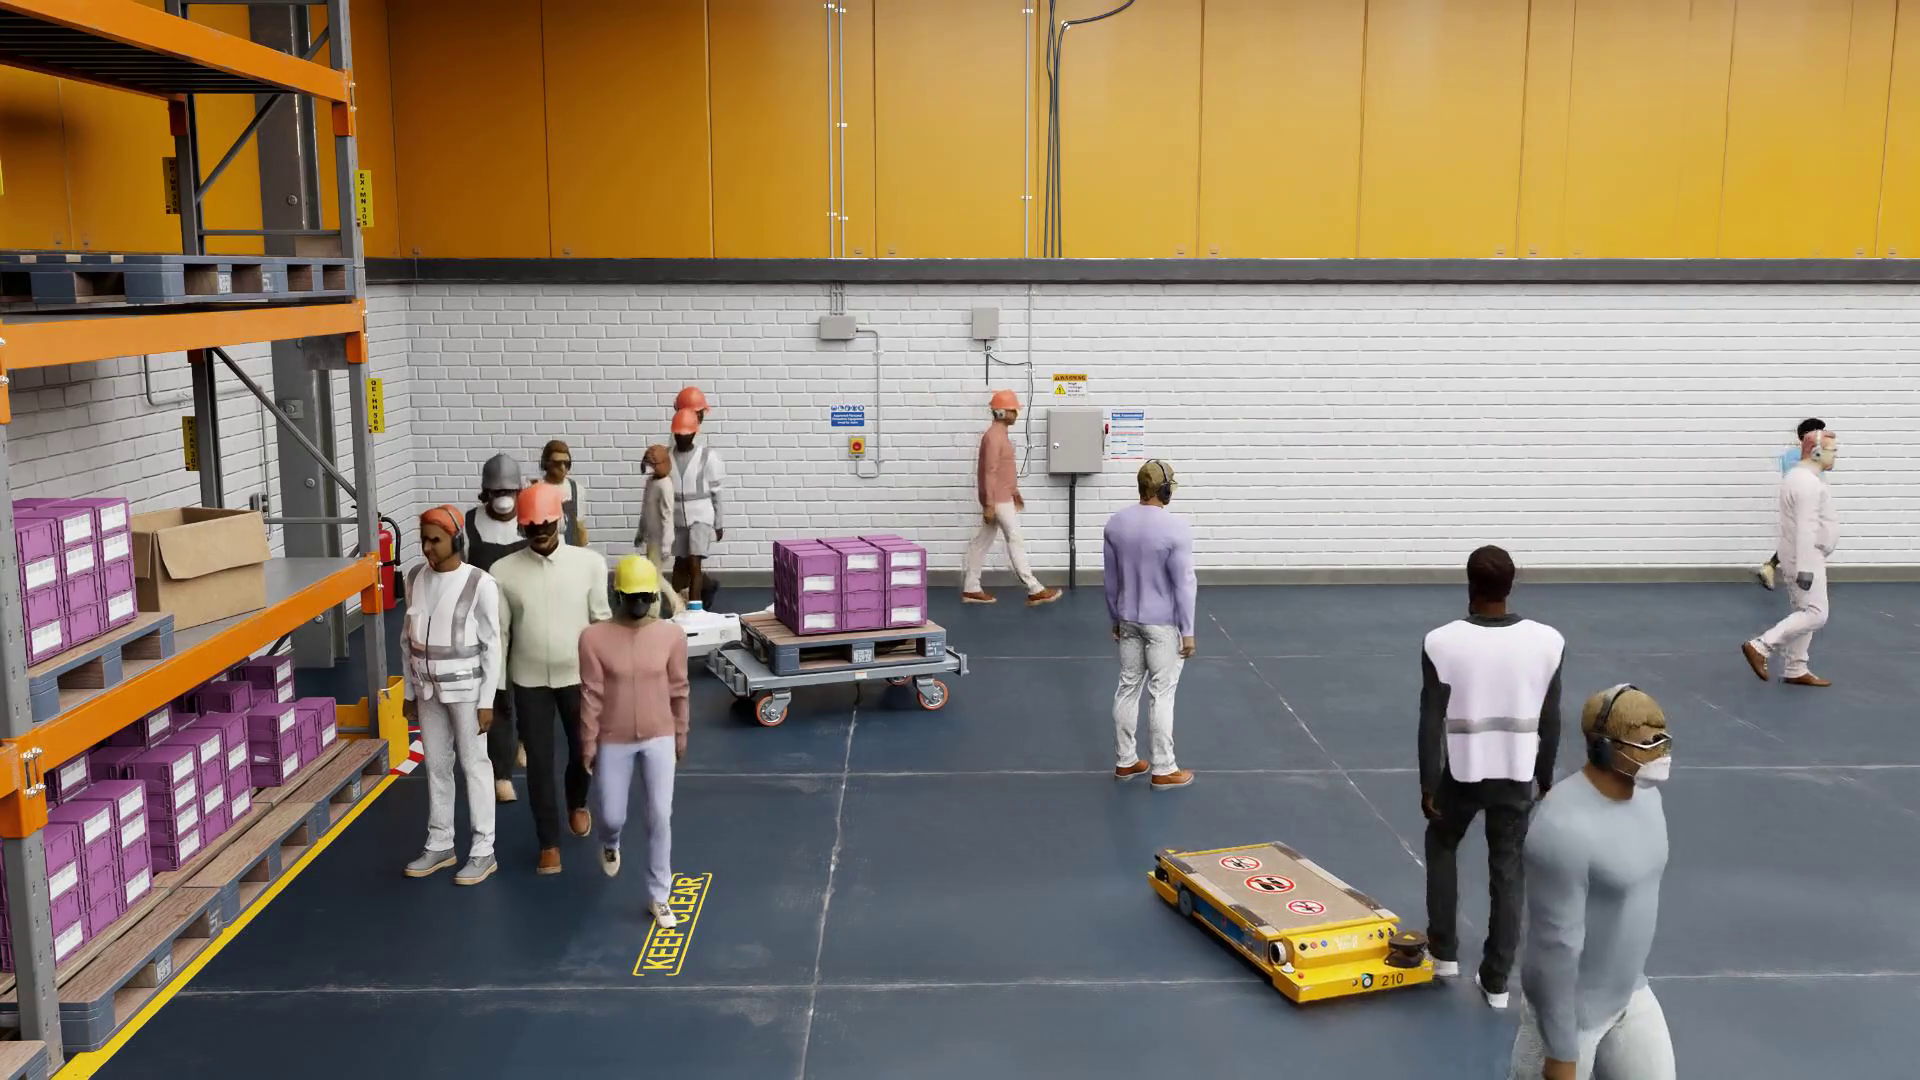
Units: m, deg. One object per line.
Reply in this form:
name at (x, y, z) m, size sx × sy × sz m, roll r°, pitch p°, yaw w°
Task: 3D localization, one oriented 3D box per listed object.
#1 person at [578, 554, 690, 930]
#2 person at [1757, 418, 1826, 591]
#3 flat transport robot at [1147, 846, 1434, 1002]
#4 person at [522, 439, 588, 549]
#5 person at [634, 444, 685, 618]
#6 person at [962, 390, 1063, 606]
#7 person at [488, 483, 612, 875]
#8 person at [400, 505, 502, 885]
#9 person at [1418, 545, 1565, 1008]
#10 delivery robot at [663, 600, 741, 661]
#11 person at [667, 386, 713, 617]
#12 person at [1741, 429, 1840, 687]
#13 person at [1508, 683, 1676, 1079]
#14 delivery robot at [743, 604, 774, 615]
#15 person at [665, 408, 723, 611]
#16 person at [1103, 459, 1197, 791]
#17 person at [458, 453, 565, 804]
person at (-1.528, 0.902, 7.792) m, size 0.525 × 1.742 × 0.618 m, roll -3°, pitch 10°, yaw -19°
person at (7.676, -0.280, 15.208) m, size 0.480 × 1.684 × 0.551 m, roll -1°, pitch 9°, yaw -8°
flat transport robot at (1.454, 1.678, 7.547) m, size 0.652 × 0.197 × 1.431 m, roll -3°, pitch 10°, yaw -19°
person at (-2.938, 0.173, 12.005) m, size 0.528 × 1.828 × 0.531 m, roll -6°, pitch 11°, yaw -34°
person at (-2.474, 0.009, 13.650) m, size 0.497 × 1.612 × 0.590 m, roll -4°, pitch 10°, yaw -23°
person at (0.464, -0.376, 14.984) m, size 0.973 × 1.945 × 0.630 m, roll 0°, pitch 9°, yaw 2°
person at (-2.076, 0.680, 8.453) m, size 0.636 × 1.974 × 0.516 m, roll -2°, pitch 10°, yaw -14°
person at (-2.530, 0.761, 8.239) m, size 0.575 × 1.884 × 0.355 m, roll 4°, pitch 10°, yaw 23°
person at (2.198, 0.965, 6.962) m, size 0.613 × 1.898 × 0.633 m, roll 1°, pitch 9°, yaw 4°
delivery robot at (-1.969, 0.696, 12.415) m, size 0.707 × 0.478 × 0.477 m, roll -4°, pitch 10°, yaw -24°
person at (-2.351, -0.339, 14.552) m, size 0.410 × 2.031 × 0.634 m, roll 0°, pitch 9°, yaw 1°
person at (6.056, 0.140, 12.020) m, size 0.516 × 1.891 × 0.656 m, roll 4°, pitch 10°, yaw 23°
person at (1.757, 1.315, 4.833) m, size 0.645 × 1.899 × 0.996 m, roll -8°, pitch 12°, yaw -41°
delivery robot at (-1.313, 0.641, 12.753) m, size 0.707 × 0.478 × 0.477 m, roll -9°, pitch 13°, yaw -43°
person at (-2.258, -0.203, 14.156) m, size 0.565 × 1.898 × 0.851 m, roll 3°, pitch 10°, yaw 16°
person at (1.116, 0.492, 9.726) m, size 0.351 × 1.937 × 0.637 m, roll -9°, pitch 13°, yaw -44°
person at (-2.656, 0.429, 9.796) m, size 0.676 × 2.000 × 1.013 m, roll -3°, pitch 10°, yaw -19°
